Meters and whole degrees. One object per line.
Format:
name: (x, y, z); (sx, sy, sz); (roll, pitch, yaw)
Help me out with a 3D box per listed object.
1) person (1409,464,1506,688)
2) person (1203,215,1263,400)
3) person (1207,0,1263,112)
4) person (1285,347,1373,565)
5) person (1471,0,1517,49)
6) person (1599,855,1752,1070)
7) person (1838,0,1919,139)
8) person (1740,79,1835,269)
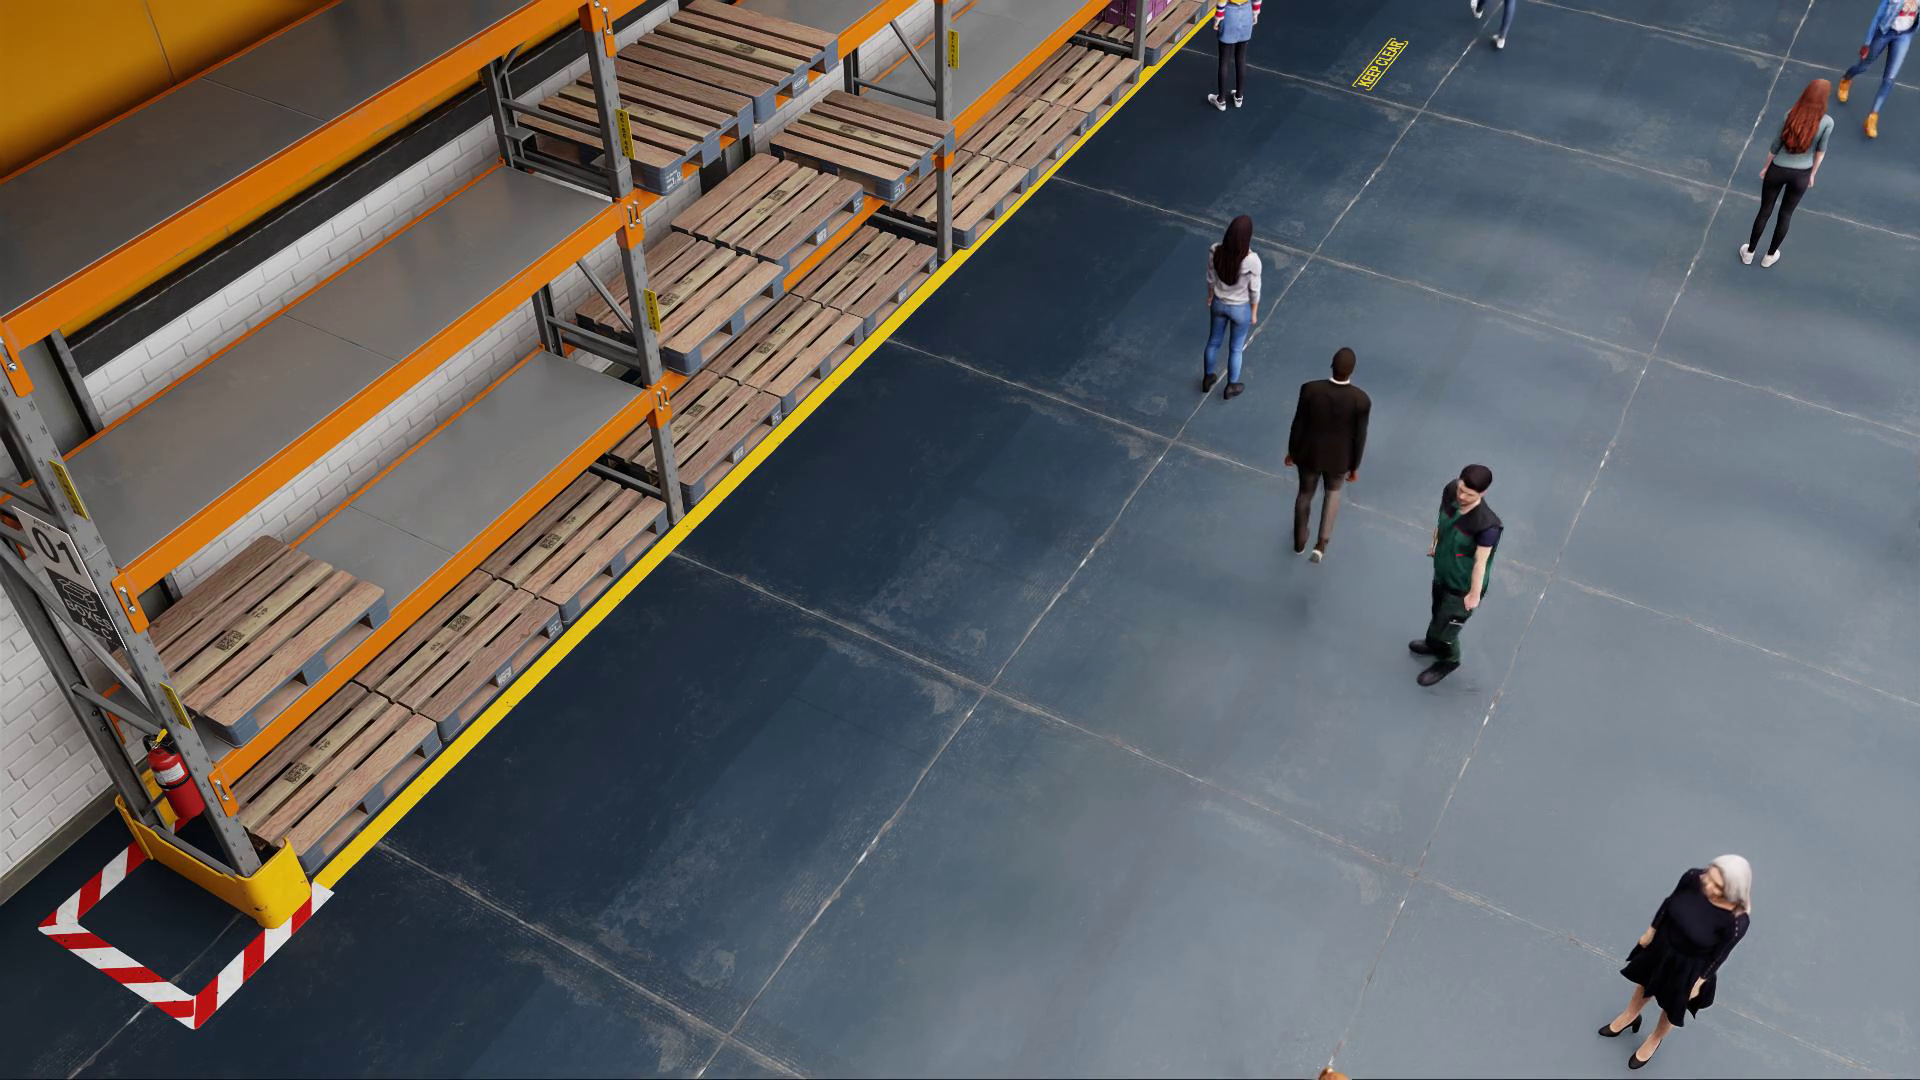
person: (3.268, 0.234, 10.707); (0.954, 1.871, 0.902); (-6, 44, -6)
person: (2.123, -1.824, 13.038); (0.611, 1.634, 0.519); (25, 49, 24)
person: (2.719, -5.104, 16.354); (0.700, 1.809, 0.774); (-12, 45, -13)
person: (2.529, -0.529, 11.565); (0.792, 1.791, 0.910); (10, 44, 10)
person: (5.767, -5.980, 17.363); (1.025, 1.686, 1.223); (-1, 44, -1)
person: (3.771, 2.202, 8.730); (0.728, 1.747, 0.696); (-19, 47, -19)
person: (9.017, -4.893, 16.231); (0.977, 1.673, 1.266); (4, 44, 4)
person: (7.150, -3.158, 14.361); (0.599, 1.741, 0.534); (18, 47, 18)
